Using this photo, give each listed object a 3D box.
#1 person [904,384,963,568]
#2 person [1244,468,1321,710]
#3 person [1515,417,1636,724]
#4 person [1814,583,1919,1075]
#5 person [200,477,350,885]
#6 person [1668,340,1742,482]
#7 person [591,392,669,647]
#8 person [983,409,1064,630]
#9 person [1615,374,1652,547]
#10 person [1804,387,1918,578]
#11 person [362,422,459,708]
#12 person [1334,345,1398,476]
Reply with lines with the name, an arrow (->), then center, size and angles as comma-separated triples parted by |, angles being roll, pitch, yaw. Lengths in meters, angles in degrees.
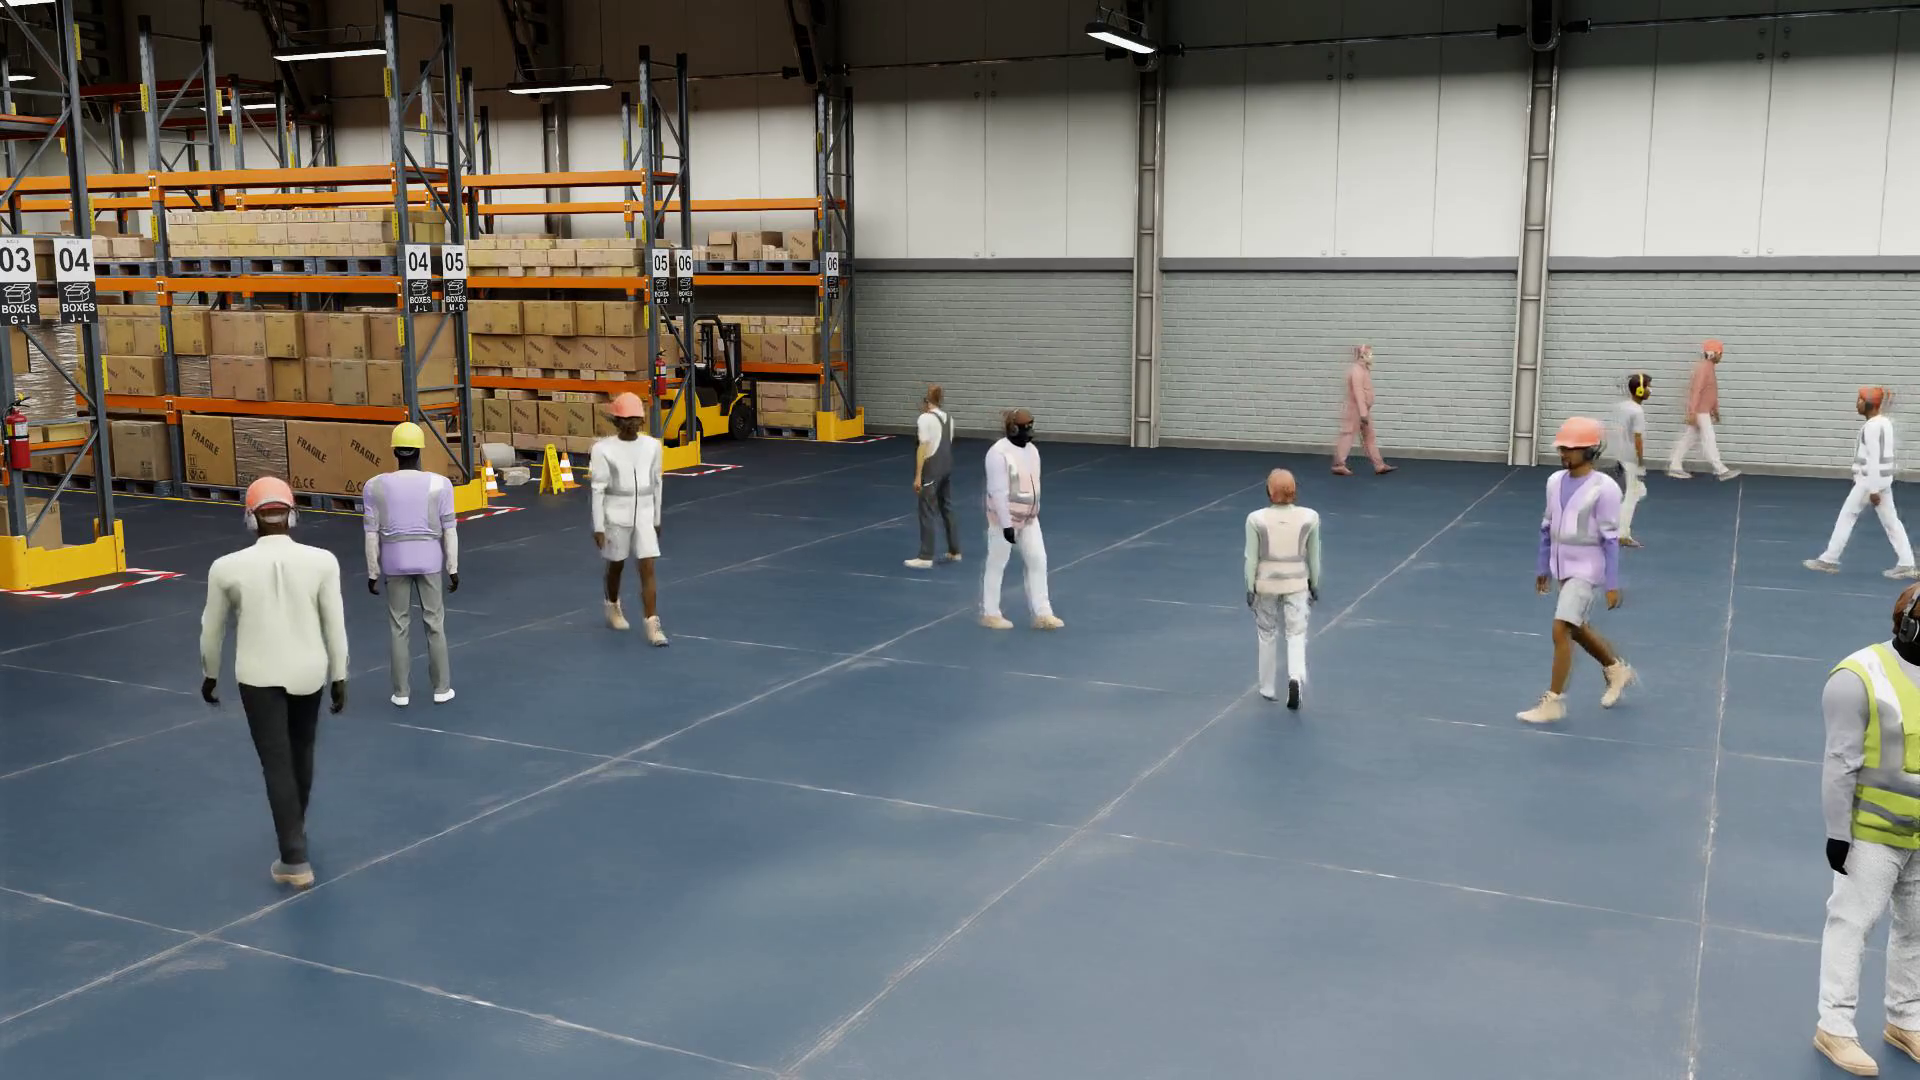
person -> -0.209, -0.631, 16.515 | 0.407, 1.814, 0.644 | 6, 11, 34
person -> 2.165, 0.331, 11.175 | 0.521, 1.619, 0.685 | 1, 9, 6
person -> 4.106, 0.186, 10.907 | 0.964, 2.013, 0.619 | -3, 10, -19
person -> 3.459, 1.055, 6.102 | 0.632, 1.838, 0.430 | -1, 9, -8
person -> -3.378, 0.655, 8.212 | 0.630, 1.921, 1.043 | -6, 11, -31
person -> 10.419, -1.796, 23.182 | 1.000, 1.947, 0.647 | 6, 11, 31
person -> -2.638, -0.185, 13.245 | 0.622, 1.989, 1.078 | -5, 11, -30
person -> 0.517, -0.144, 13.490 | 0.823, 1.816, 0.633 | 8, 12, 41
person -> 7.142, -0.835, 17.595 | 0.389, 1.853, 0.559 | 1, 9, 6
person -> 8.747, -0.551, 15.957 | 0.574, 1.831, 1.001 | -9, 13, -43
person -> -3.694, 0.168, 11.226 | 0.596, 1.925, 0.372 | -3, 10, -17
person -> 5.789, -1.828, 23.661 | 0.946, 1.862, 0.670 | 4, 10, 22
